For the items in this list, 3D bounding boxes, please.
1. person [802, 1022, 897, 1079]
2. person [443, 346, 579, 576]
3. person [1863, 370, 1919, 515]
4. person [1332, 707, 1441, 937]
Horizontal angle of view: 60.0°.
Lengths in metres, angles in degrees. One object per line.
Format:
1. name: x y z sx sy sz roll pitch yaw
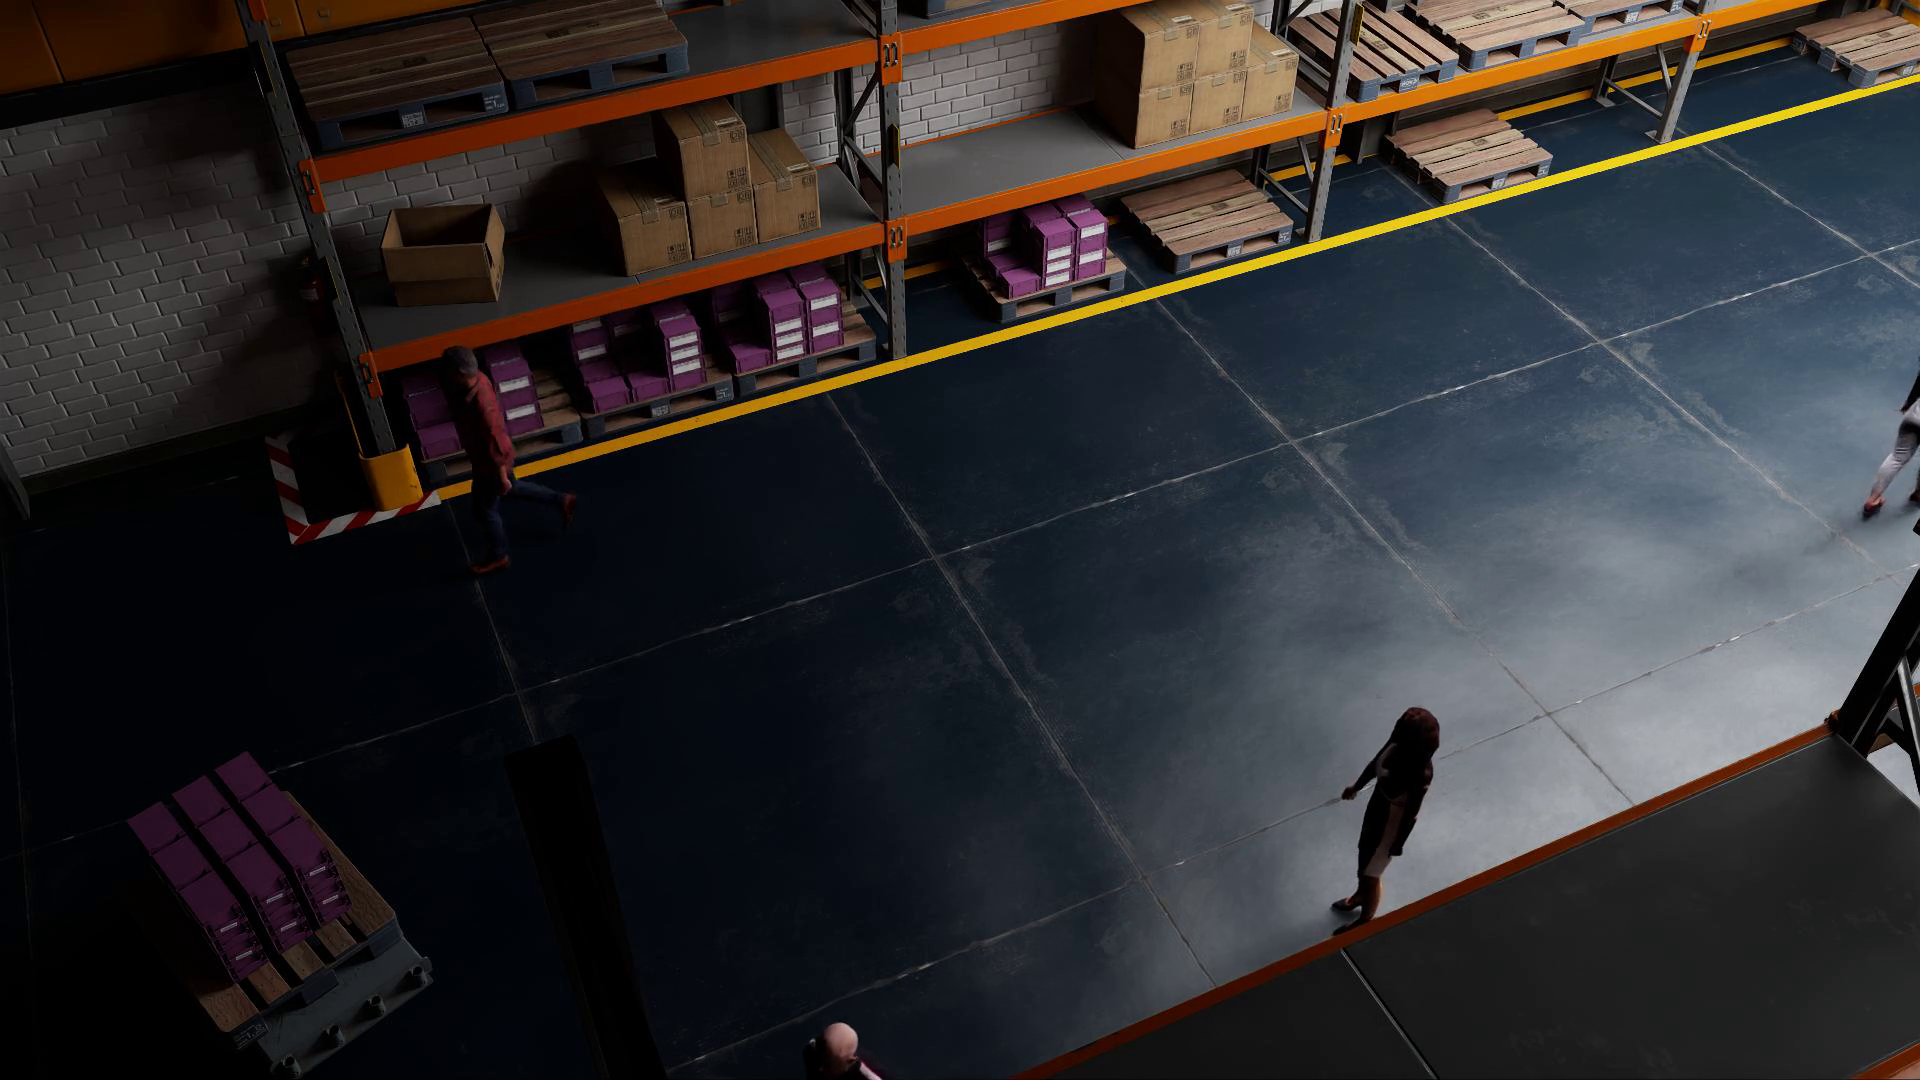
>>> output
1. person: -0.430 2.710 7.778 0.832 1.822 0.856 28 50 26
2. person: -3.069 -0.575 11.242 1.089 1.800 0.720 -18 46 -18
3. person: 6.754 -0.802 11.635 0.935 1.585 0.658 -22 48 -22
4. person: 2.360 1.507 9.060 0.684 1.793 0.681 -2 44 -2
